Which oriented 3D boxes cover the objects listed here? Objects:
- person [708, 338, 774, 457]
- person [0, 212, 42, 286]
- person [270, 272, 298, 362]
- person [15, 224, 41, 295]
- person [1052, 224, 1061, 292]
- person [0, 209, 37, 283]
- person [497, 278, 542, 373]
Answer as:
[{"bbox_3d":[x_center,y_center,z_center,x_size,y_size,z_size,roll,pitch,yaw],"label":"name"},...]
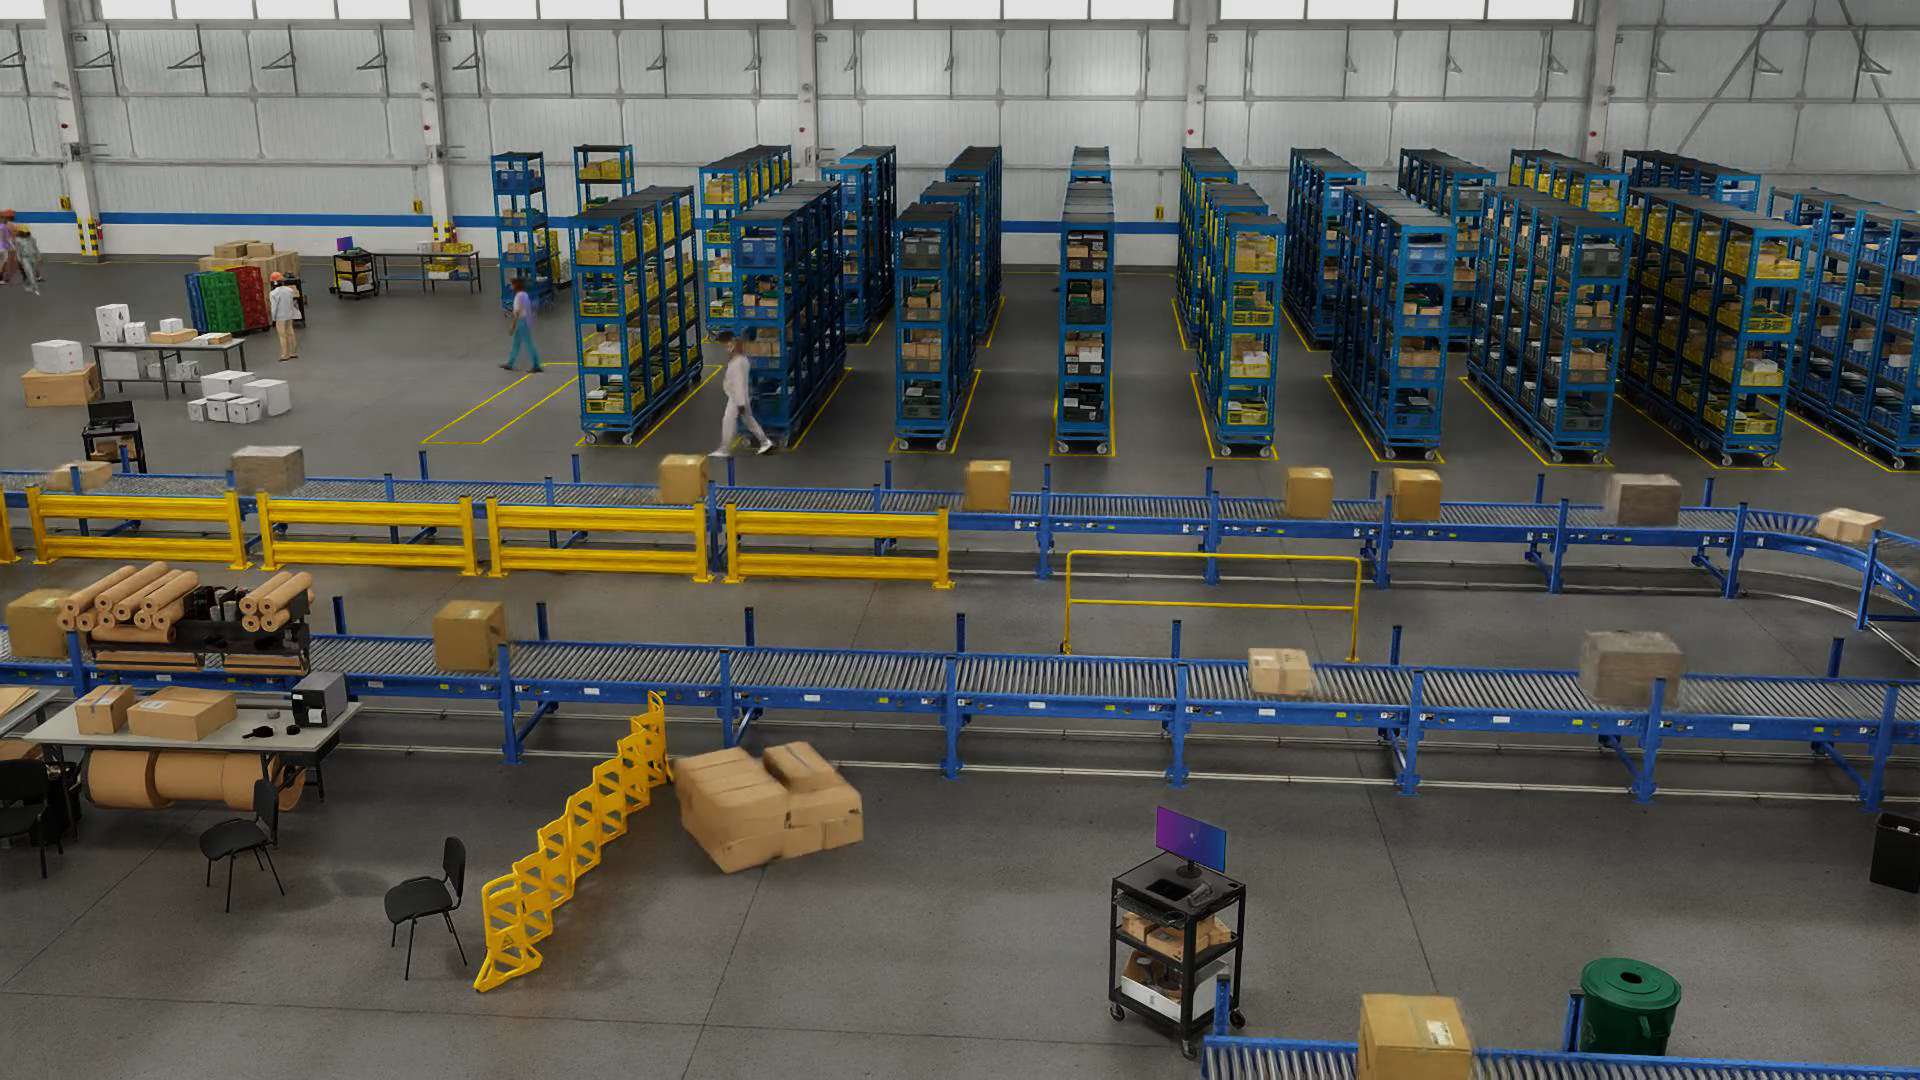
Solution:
[{"bbox_3d":[-3.354,-2.183,25.442,0.980,1.865,0.657,0,17,1],"label":"person"},{"bbox_3d":[-23.820,-7.360,41.911,1.049,1.846,0.689,-10,20,-29],"label":"person"},{"bbox_3d":[-13.266,-4.376,32.568,0.320,1.755,0.563,7,19,20],"label":"person"},{"bbox_3d":[-22.692,-6.843,40.460,0.761,1.717,0.489,12,21,33],"label":"person"},{"bbox_3d":[2.677,-6.984,40.767,0.786,1.805,0.591,-2,18,-5],"label":"person"},{"bbox_3d":[-23.919,-7.360,41.849,0.907,1.887,0.535,-3,18,-8],"label":"person"},{"bbox_3d":[-8.389,-4.047,31.446,0.918,1.800,0.597,-2,18,-7],"label":"person"}]
